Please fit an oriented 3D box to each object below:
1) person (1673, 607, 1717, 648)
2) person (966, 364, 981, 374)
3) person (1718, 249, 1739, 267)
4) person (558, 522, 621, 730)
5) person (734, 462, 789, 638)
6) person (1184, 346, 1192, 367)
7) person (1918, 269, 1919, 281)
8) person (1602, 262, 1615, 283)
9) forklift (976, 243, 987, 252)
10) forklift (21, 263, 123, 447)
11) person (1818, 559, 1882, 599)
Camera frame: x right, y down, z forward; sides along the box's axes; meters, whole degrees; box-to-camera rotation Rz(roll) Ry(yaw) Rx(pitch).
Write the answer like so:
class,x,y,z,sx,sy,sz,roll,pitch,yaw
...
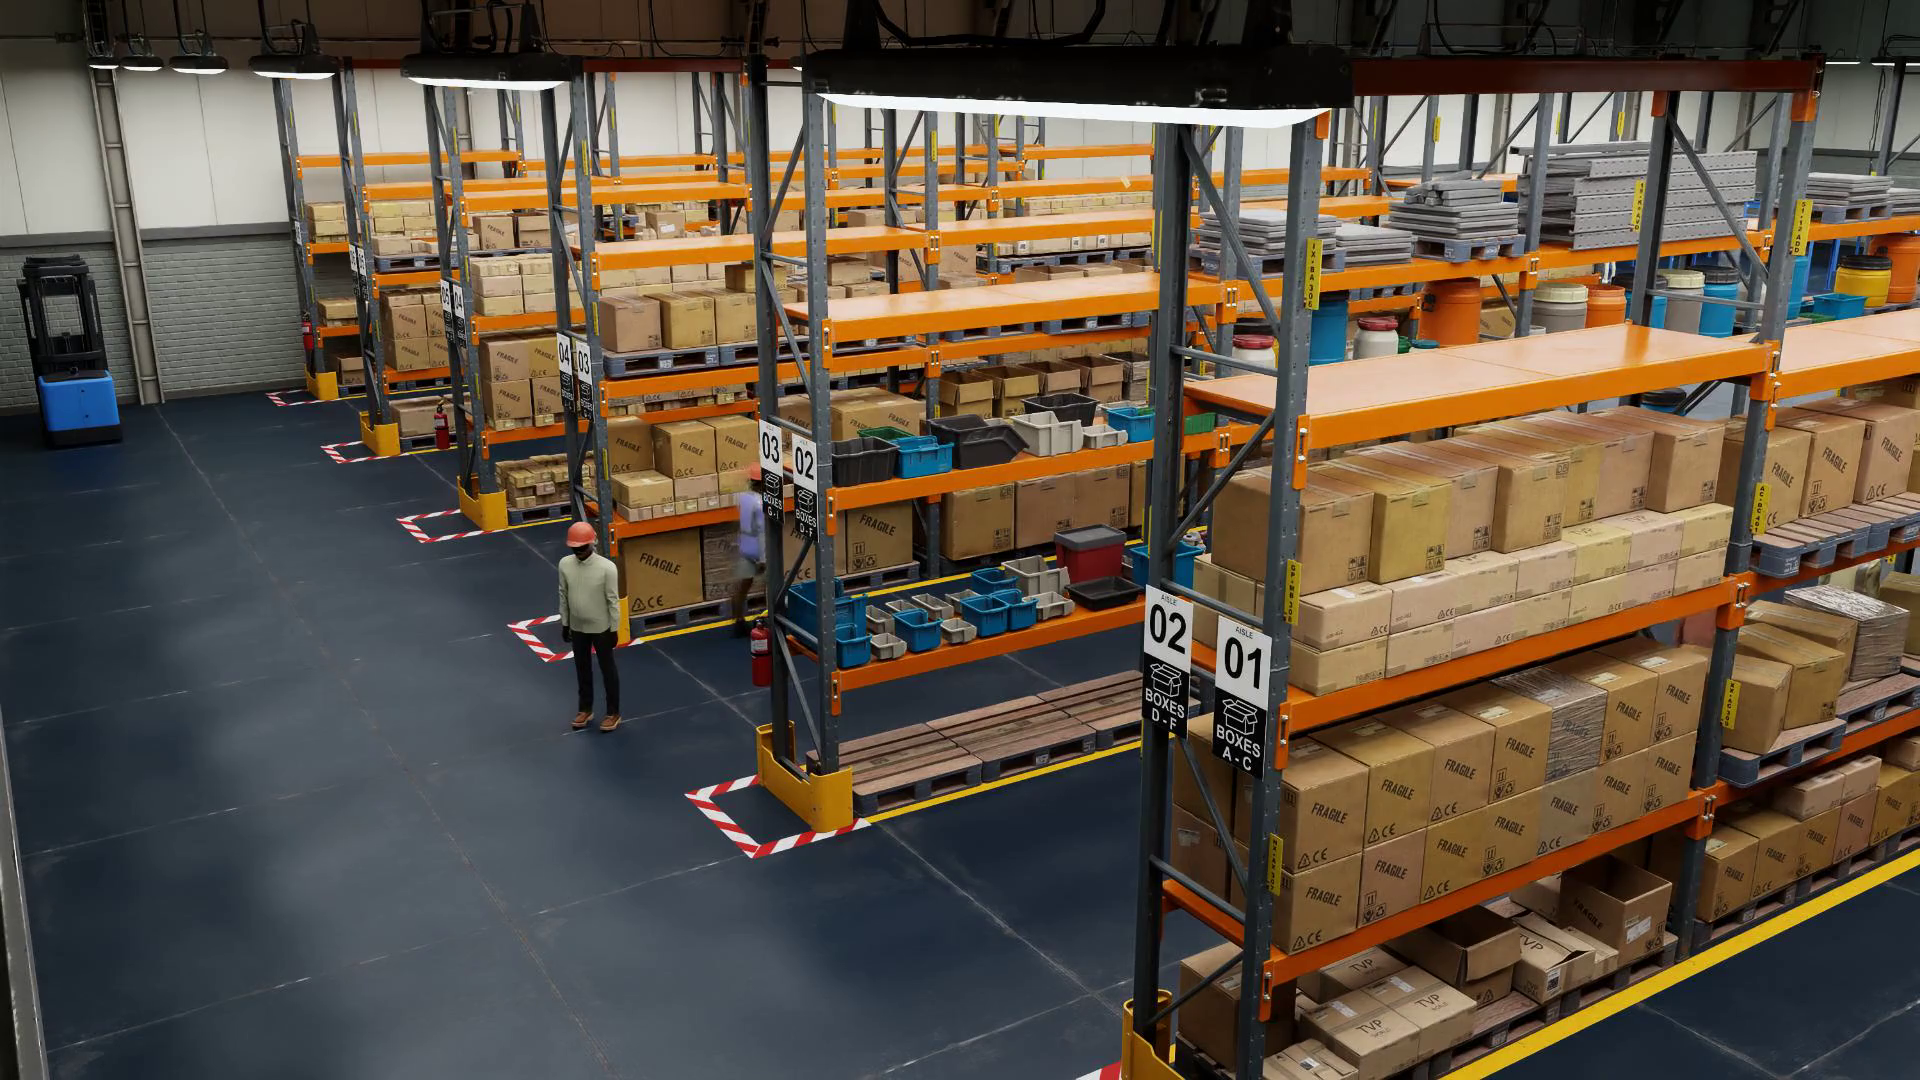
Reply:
class,x,y,z,sx,sy,sz,roll,pitch,yaw
person,6.392,1.065,13.625,1.025,1.939,0.626,-14,22,-38
person,0.207,-1.631,22.681,0.563,1.817,0.692,-1,17,-3
person,19.188,-6.825,39.531,0.434,1.923,0.642,-7,18,-21
person,-3.401,0.781,14.491,0.615,1.987,0.406,5,18,17
person,-2.079,0.080,16.924,0.925,1.892,0.571,-13,21,-35
person,3.359,-1.955,23.559,0.594,1.926,0.366,-6,18,-18
person,20.666,-5.135,34.416,0.819,1.656,0.557,4,17,14
person,17.977,-8.045,43.623,0.535,1.869,0.314,-5,18,-16
forklift,0.988,-5.474,34.718,1.214,2.155,2.313,-10,20,-31
forklift,-14.518,-3.079,25.708,1.129,2.768,1.873,-10,20,-31
person,8.537,0.654,15.163,0.404,1.833,0.588,-10,19,-29
